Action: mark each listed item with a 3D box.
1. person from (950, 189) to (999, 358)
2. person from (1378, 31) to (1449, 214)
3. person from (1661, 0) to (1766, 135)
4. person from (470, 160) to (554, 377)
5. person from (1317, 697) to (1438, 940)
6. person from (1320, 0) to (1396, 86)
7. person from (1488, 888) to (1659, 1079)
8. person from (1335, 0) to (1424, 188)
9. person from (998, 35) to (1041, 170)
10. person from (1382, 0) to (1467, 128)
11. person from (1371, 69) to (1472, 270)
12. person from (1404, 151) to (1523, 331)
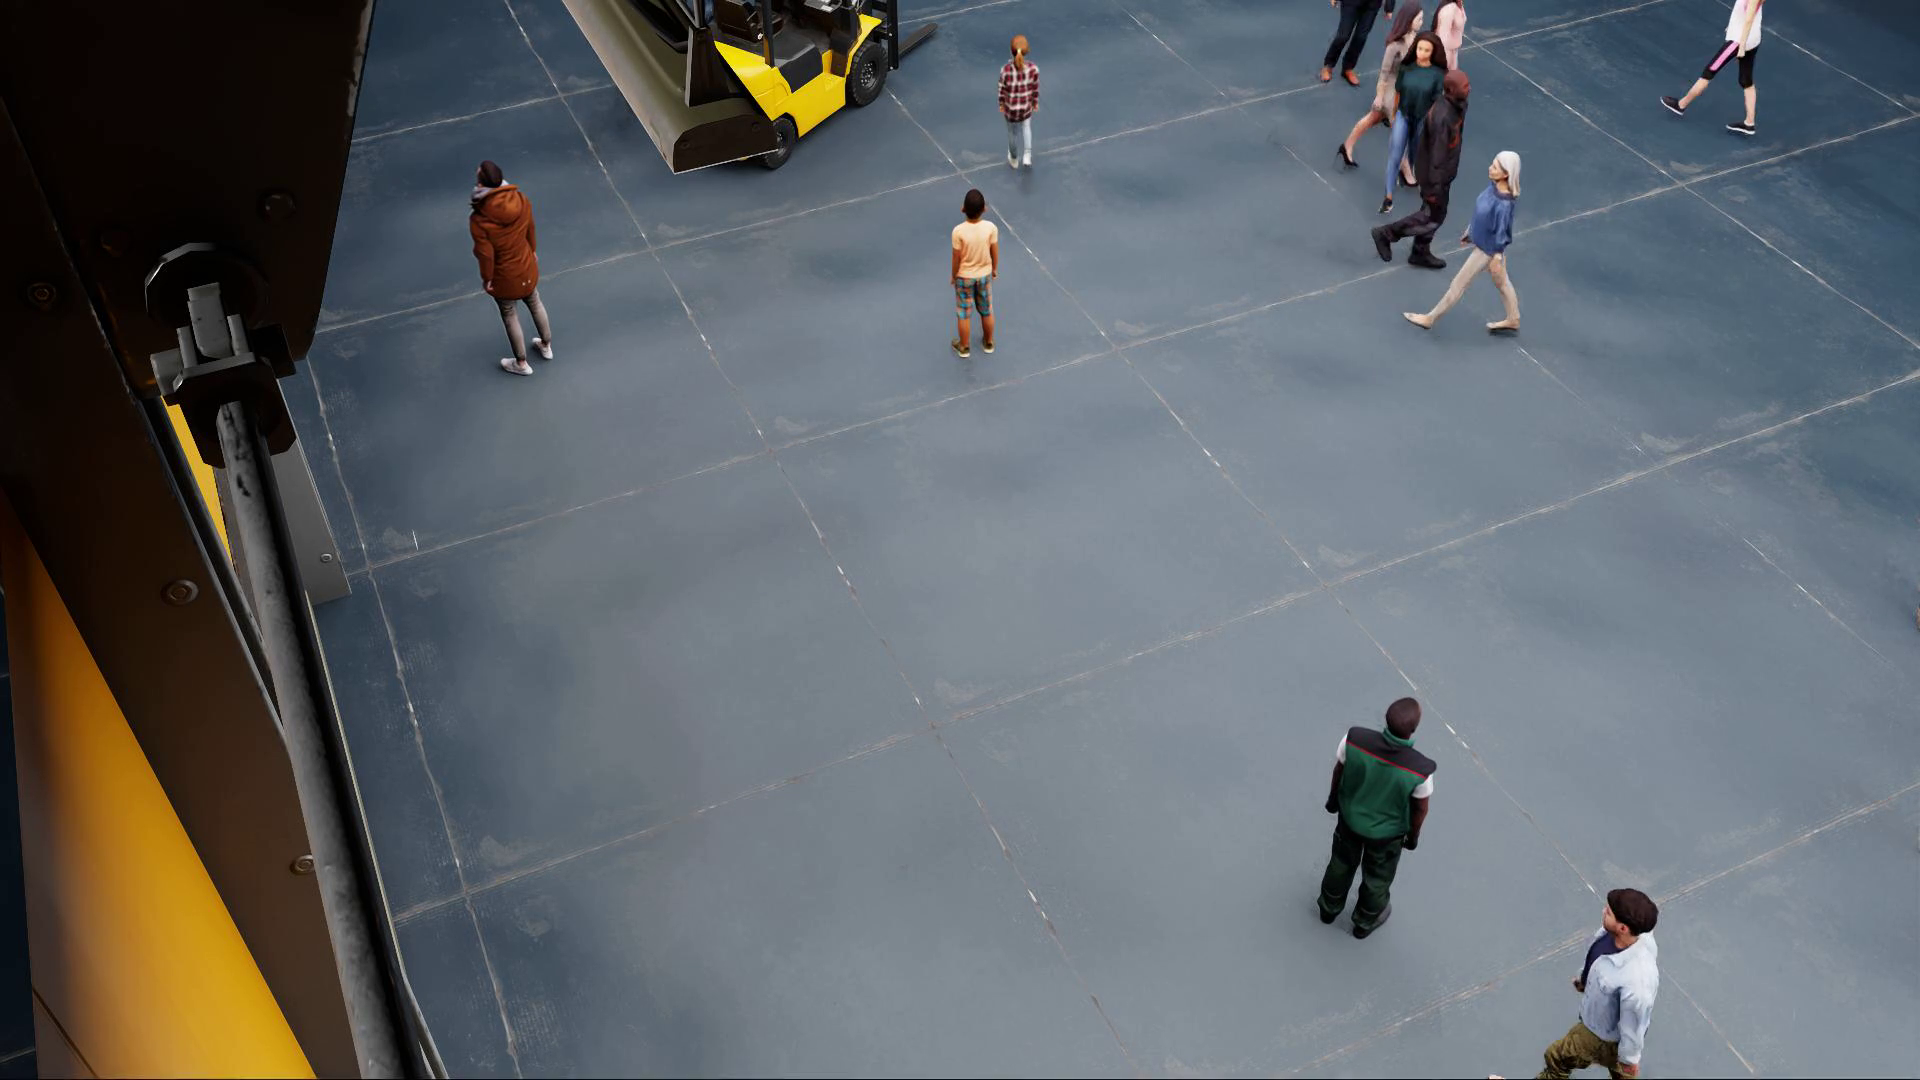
[{"bbox_3d":[0.110,-2.086,13.051,0.560,1.461,0.518,-11,45,-11],"label":"person"},{"bbox_3d":[4.036,-3.749,14.718,1.075,1.568,1.086,18,46,18],"label":"person"},{"bbox_3d":[7.371,-4.593,15.485,1.232,1.733,0.926,31,52,29],"label":"person"},{"bbox_3d":[-3.451,-2.094,12.785,0.870,1.840,0.838,28,50,26],"label":"person"},{"bbox_3d":[2.240,1.503,9.010,0.720,1.837,0.838,25,49,24],"label":"person"},{"bbox_3d":[3.884,-5.273,16.180,0.836,1.758,0.810,10,44,10],"label":"person"},{"bbox_3d":[3.277,2.378,8.140,1.135,1.771,1.082,9,44,9],"label":"person"},{"bbox_3d":[3.791,-4.020,14.906,1.162,1.702,1.006,22,48,21],"label":"person"},{"bbox_3d":[0.538,-3.934,15.108,0.598,1.299,0.656,-6,44,-7],"label":"person"},{"bbox_3d":[4.334,-4.395,15.301,1.125,1.700,0.987,23,48,22],"label":"person"},{"bbox_3d":[3.849,-3.067,13.825,1.058,1.813,0.992,15,46,15],"label":"person"},{"bbox_3d":[4.269,-2.282,13.130,1.136,1.636,1.180,8,44,8],"label":"person"}]
